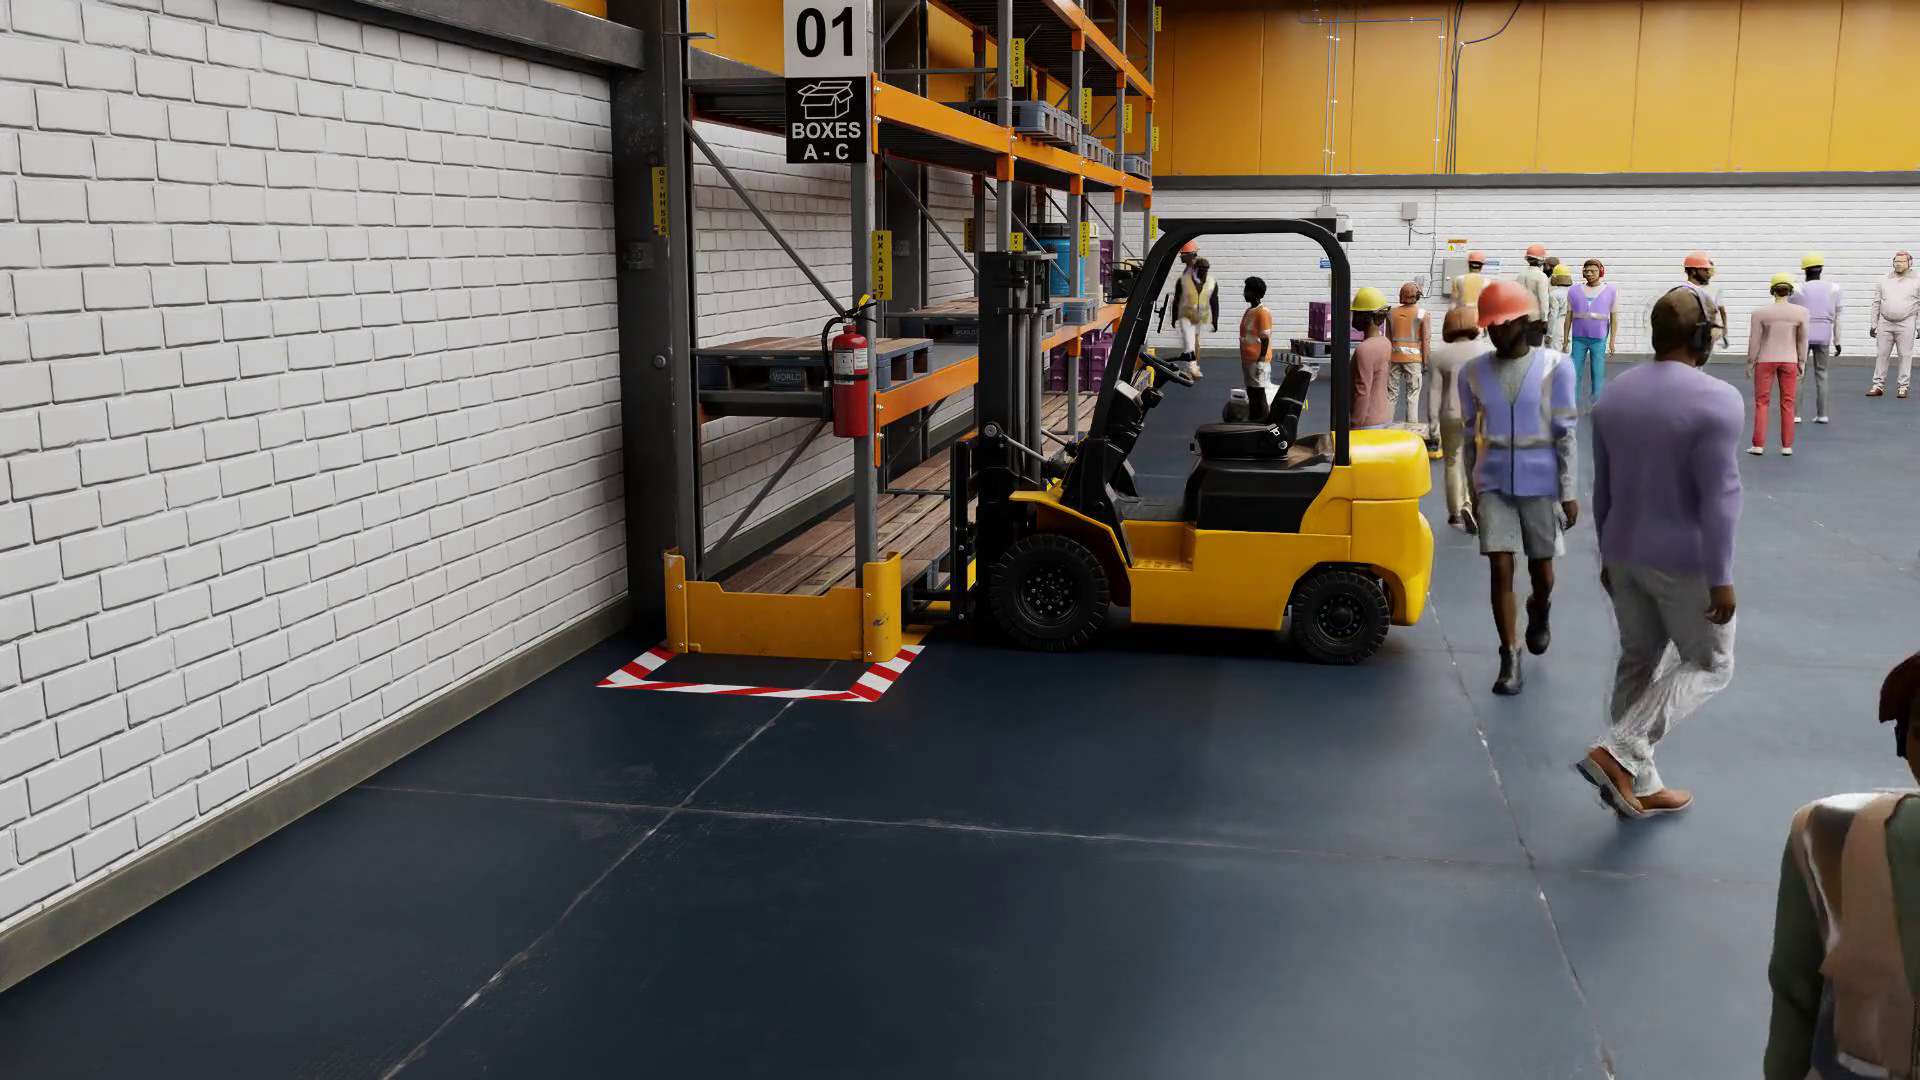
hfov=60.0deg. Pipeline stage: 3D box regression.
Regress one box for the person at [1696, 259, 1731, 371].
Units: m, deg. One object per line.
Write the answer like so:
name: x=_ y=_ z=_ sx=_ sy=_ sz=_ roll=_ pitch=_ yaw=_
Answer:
person: x=8.971 y=-2.469 z=20.058 sx=0.553 sy=1.821 sz=0.885 roll=1 pitch=10 yaw=7

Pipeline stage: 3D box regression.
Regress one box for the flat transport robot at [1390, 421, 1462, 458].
flat transport robot: x=4.441 y=-0.985 z=16.199 sx=0.652 sy=0.197 sz=1.431 roll=5 pitch=11 yaw=25

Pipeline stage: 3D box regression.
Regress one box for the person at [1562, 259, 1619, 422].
person: x=7.168 y=-2.271 z=18.929 sx=0.571 sy=1.843 sz=0.373 roll=6 pitch=12 yaw=30

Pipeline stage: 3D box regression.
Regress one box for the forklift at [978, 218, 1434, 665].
forklift: x=1.285 y=-0.567 z=8.635 sx=2.313 sy=2.155 sz=1.214 roll=2 pitch=11 yaw=11

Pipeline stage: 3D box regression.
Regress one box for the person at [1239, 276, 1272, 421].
person: x=2.980 y=-1.815 z=16.837 sx=0.317 sy=1.695 sz=0.540 roll=-2 pitch=10 yaw=-9

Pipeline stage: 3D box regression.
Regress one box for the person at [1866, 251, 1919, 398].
person: x=12.220 y=-2.807 z=21.702 sx=0.651 sy=1.906 sz=0.404 roll=10 pitch=14 yaw=43

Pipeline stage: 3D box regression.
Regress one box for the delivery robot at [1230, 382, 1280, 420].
delivery robot: x=3.336 y=-1.570 z=18.373 sx=0.707 sy=0.478 sz=0.477 roll=-6 pitch=12 yaw=-32

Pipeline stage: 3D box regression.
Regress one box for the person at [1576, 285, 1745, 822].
person: x=2.434 y=0.079 z=5.830 sx=0.502 sy=1.926 sz=0.650 roll=-4 pitch=11 yaw=-20

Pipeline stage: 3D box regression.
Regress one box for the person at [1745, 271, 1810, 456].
person: x=7.825 y=-1.687 z=15.954 sx=0.533 sy=1.765 sz=0.329 roll=3 pitch=11 yaw=14

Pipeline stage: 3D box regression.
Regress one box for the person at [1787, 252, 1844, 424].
person: x=9.516 y=-2.249 z=18.619 sx=0.625 sy=1.914 sz=0.407 roll=2 pitch=11 yaw=13

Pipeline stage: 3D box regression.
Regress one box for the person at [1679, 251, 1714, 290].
person: x=7.861 y=-2.129 z=17.899 sx=0.354 sy=1.939 sz=0.545 roll=5 pitch=11 yaw=24

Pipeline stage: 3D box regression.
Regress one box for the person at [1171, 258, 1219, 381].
person: x=3.445 y=-3.209 z=24.284 sx=0.637 sy=1.769 sz=0.967 roll=-2 pitch=10 yaw=-10

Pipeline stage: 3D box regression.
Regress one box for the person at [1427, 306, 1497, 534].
person: x=3.565 y=-0.850 z=11.800 sx=0.527 sy=1.606 sz=0.720 roll=3 pitch=11 yaw=16

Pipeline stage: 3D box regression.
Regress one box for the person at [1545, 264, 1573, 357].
person: x=7.626 y=-2.636 z=21.218 sx=0.493 sy=1.742 sz=0.298 roll=-8 pitch=13 yaw=-37

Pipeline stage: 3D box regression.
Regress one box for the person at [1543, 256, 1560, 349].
person: x=8.105 y=-2.958 z=22.776 sx=0.434 sy=1.824 sz=0.659 roll=6 pitch=12 yaw=30

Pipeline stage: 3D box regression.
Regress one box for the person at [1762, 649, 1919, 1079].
person: x=1.299 y=0.903 z=2.214 sx=0.853 sy=1.588 sz=0.533 roll=-8 pitch=13 yaw=-38

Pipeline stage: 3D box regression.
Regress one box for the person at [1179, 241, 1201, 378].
person: x=3.350 y=-3.373 z=24.433 sx=0.392 sy=2.041 sz=0.615 roll=-1 pitch=10 yaw=-8

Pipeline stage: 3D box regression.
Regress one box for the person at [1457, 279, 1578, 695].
person: x=2.613 y=-0.268 z=7.788 sx=0.577 sy=1.907 sz=0.713 roll=5 pitch=12 yaw=26

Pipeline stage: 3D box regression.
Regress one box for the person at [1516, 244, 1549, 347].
person: x=7.661 y=-2.952 z=22.248 sx=0.376 sy=1.997 sz=0.612 roll=-3 pitch=11 yaw=-18

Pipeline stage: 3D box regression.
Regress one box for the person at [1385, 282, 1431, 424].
person: x=4.562 y=-1.813 z=17.023 sx=0.512 sy=1.630 sz=0.318 roll=9 pitch=14 yaw=41

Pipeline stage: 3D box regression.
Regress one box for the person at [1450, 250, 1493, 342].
person: x=6.794 y=-2.893 z=22.146 sx=0.552 sy=1.915 sz=0.427 roll=3 pitch=11 yaw=14

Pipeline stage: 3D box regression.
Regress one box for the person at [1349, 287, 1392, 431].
person: x=2.641 y=-0.755 z=10.838 sx=0.308 sy=1.769 sz=0.525 roll=6 pitch=12 yaw=28
